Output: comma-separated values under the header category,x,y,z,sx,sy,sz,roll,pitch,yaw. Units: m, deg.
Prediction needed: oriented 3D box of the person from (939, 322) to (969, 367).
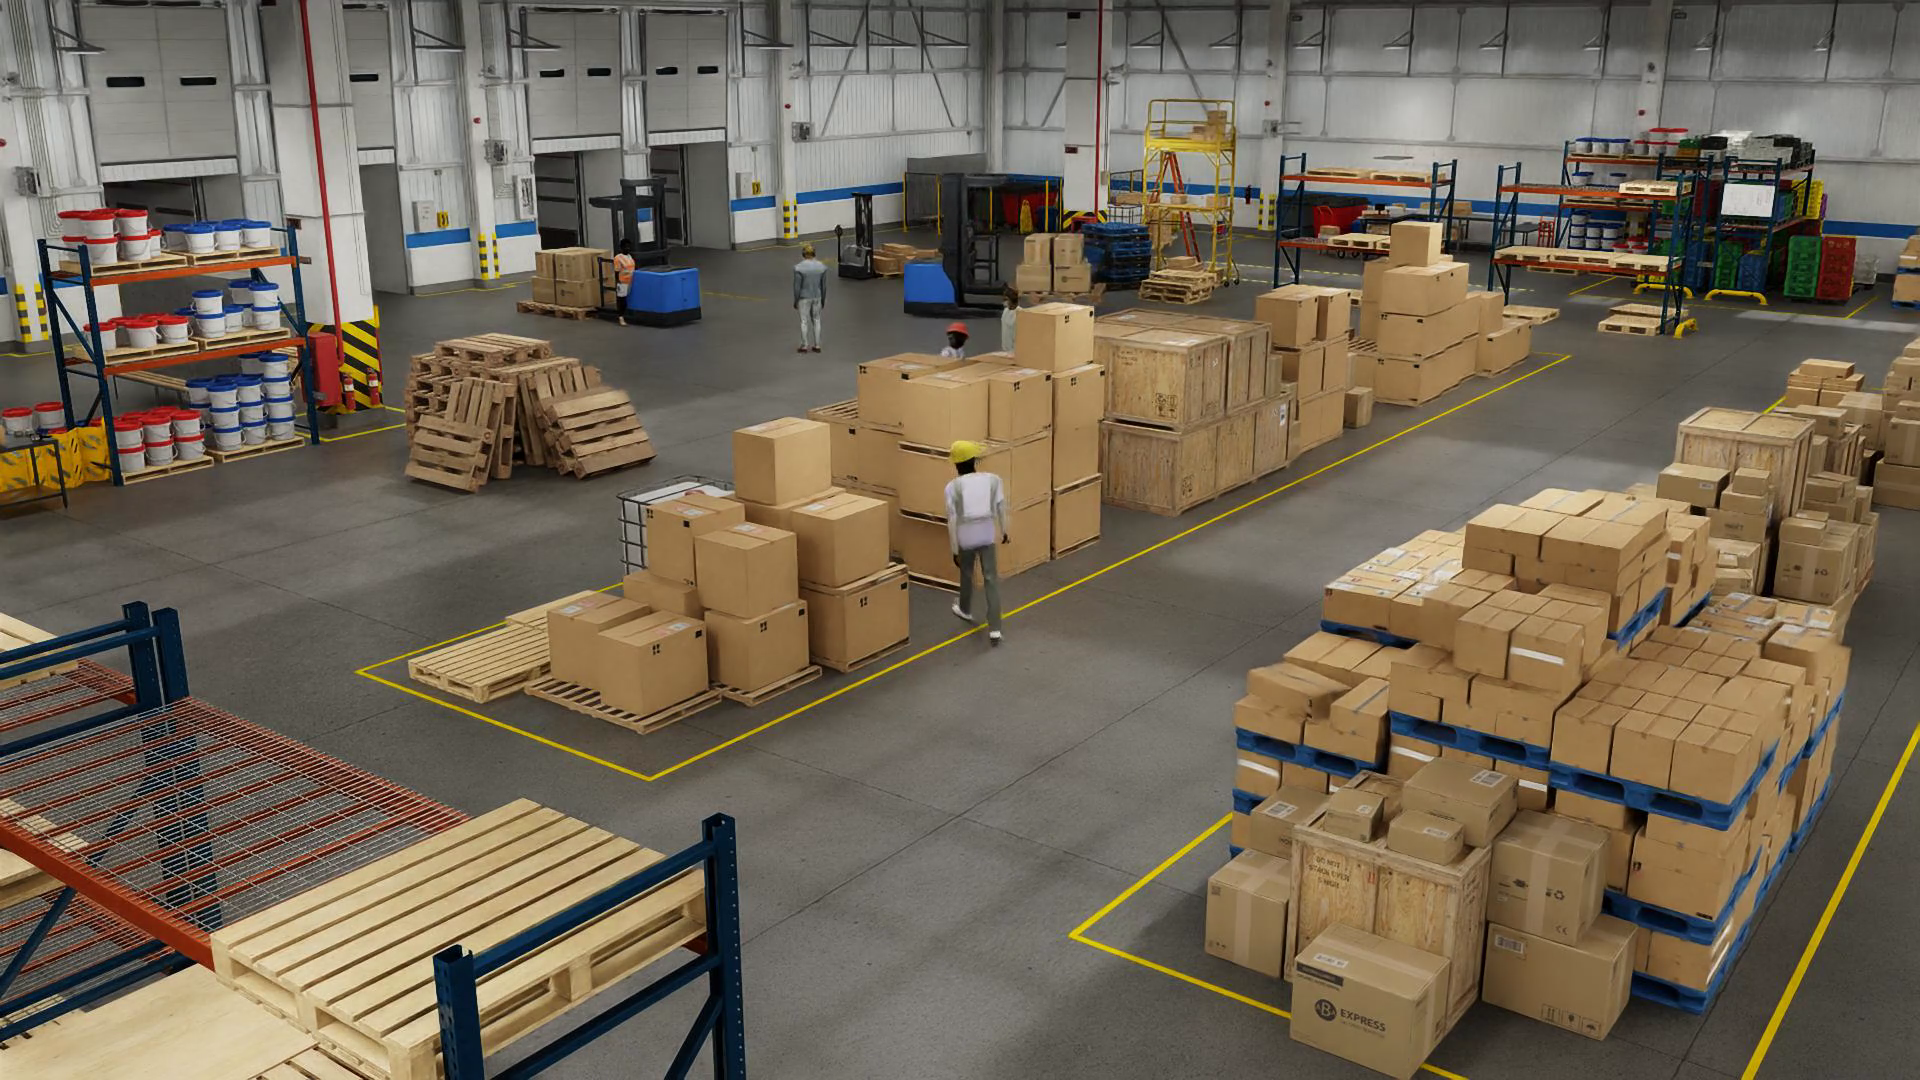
category,x,y,z,sx,sy,sz,roll,pitch,yaw
person,-0.131,-1.869,21.667,0.353,1.898,0.708,7,18,21

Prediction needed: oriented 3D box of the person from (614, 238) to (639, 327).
category,x,y,z,sx,sy,sz,roll,pitch,yaw
person,-6.499,-5.032,32.445,0.322,1.699,0.536,14,22,38

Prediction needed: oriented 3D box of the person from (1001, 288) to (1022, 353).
category,x,y,z,sx,sy,sz,roll,pitch,yaw
person,0.771,-2.747,24.485,0.373,1.935,0.627,-8,18,-24

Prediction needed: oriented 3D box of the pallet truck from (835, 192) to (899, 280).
category,x,y,z,sx,sy,sz,roll,pitch,yaw
pallet truck,-1.936,-7.159,38.982,1.885,1.965,0.823,-12,21,-34

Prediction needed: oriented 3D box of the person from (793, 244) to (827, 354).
category,x,y,z,sx,sy,sz,roll,pitch,yaw
person,-2.665,-4.277,29.567,0.641,1.927,0.386,-10,19,-29

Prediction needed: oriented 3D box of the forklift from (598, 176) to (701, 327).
category,x,y,z,sx,sy,sz,roll,pitch,yaw
forklift,-6.138,-5.705,32.666,1.873,2.768,1.129,12,21,35

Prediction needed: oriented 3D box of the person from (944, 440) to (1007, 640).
category,x,y,z,sx,sy,sz,roll,pitch,yaw
person,0.166,-0.017,15.564,0.680,1.867,1.003,-5,17,-15

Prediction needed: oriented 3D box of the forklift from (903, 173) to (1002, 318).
category,x,y,z,sx,sy,sz,roll,pitch,yaw
forklift,-0.155,-5.958,33.503,1.873,2.768,1.129,3,17,9
